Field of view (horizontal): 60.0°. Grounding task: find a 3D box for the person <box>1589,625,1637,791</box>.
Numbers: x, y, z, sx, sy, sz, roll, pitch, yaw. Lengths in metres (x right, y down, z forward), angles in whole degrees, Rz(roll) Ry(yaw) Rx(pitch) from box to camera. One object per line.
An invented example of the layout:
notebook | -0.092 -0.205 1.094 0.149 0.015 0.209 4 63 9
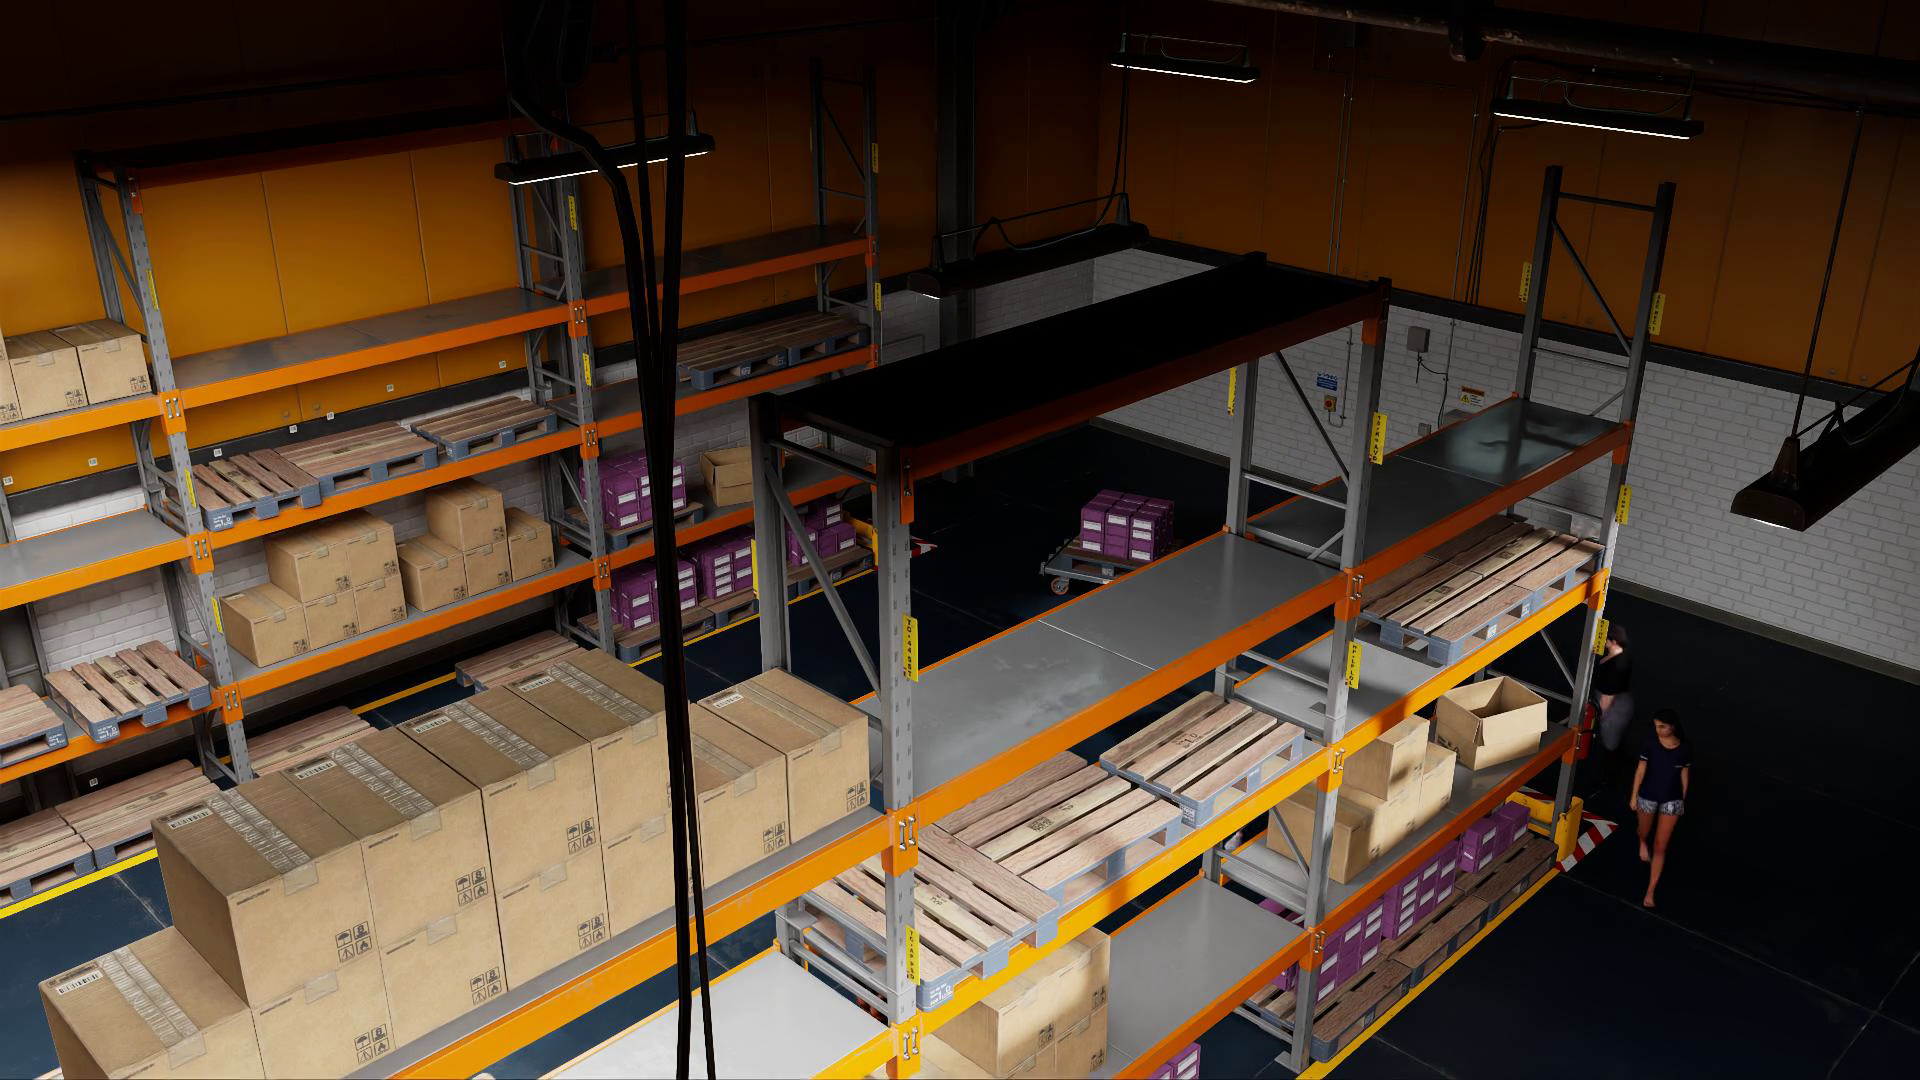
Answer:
person | 6.211 1.603 15.536 0.888 1.737 0.850 9 25 21

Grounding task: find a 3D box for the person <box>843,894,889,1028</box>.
person | -0.635 3.101 12.065 0.543 1.773 0.633 -18 30 -36

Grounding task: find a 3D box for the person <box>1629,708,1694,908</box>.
person | 5.964 2.187 14.219 0.909 1.722 1.182 8 25 18
